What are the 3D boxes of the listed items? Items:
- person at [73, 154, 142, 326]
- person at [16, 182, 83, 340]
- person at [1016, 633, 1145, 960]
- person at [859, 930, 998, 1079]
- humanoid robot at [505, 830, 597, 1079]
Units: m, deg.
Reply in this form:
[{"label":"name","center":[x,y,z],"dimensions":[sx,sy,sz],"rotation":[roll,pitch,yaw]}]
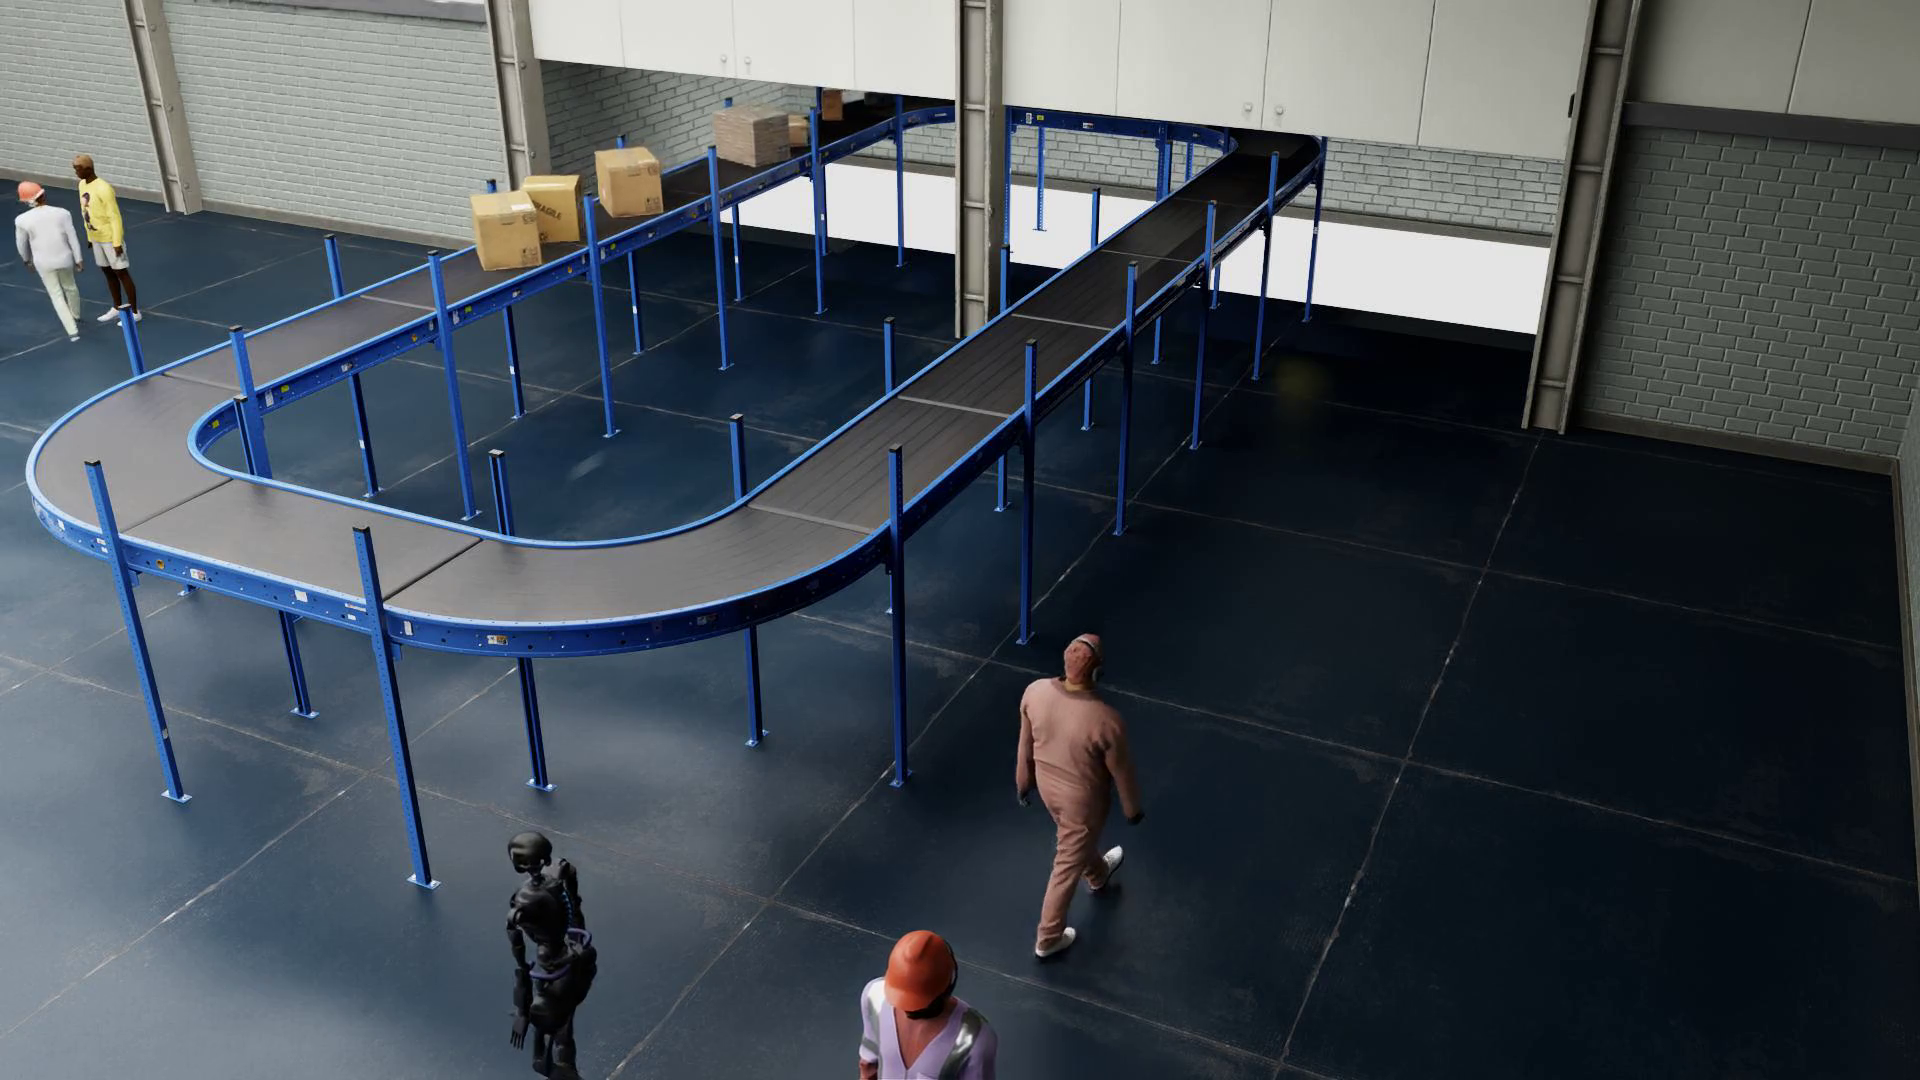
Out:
[{"label":"person","center":[-9.406,-3.309,18.313],"dimensions":[0.545,1.899,0.382],"rotation":[16,31,29]},{"label":"person","center":[-9.852,-3.039,17.985],"dimensions":[0.765,1.702,0.554],"rotation":[21,33,36]},{"label":"person","center":[0.703,1.327,9.007],"dimensions":[0.675,1.857,0.962],"rotation":[22,34,37]},{"label":"person","center":[-0.150,2.385,6.691],"dimensions":[0.607,2.035,0.402],"rotation":[16,30,29]},{"label":"humanoid robot","center":[-1.819,2.050,7.763],"dimensions":[0.513,1.633,0.611],"rotation":[8,28,16]}]
